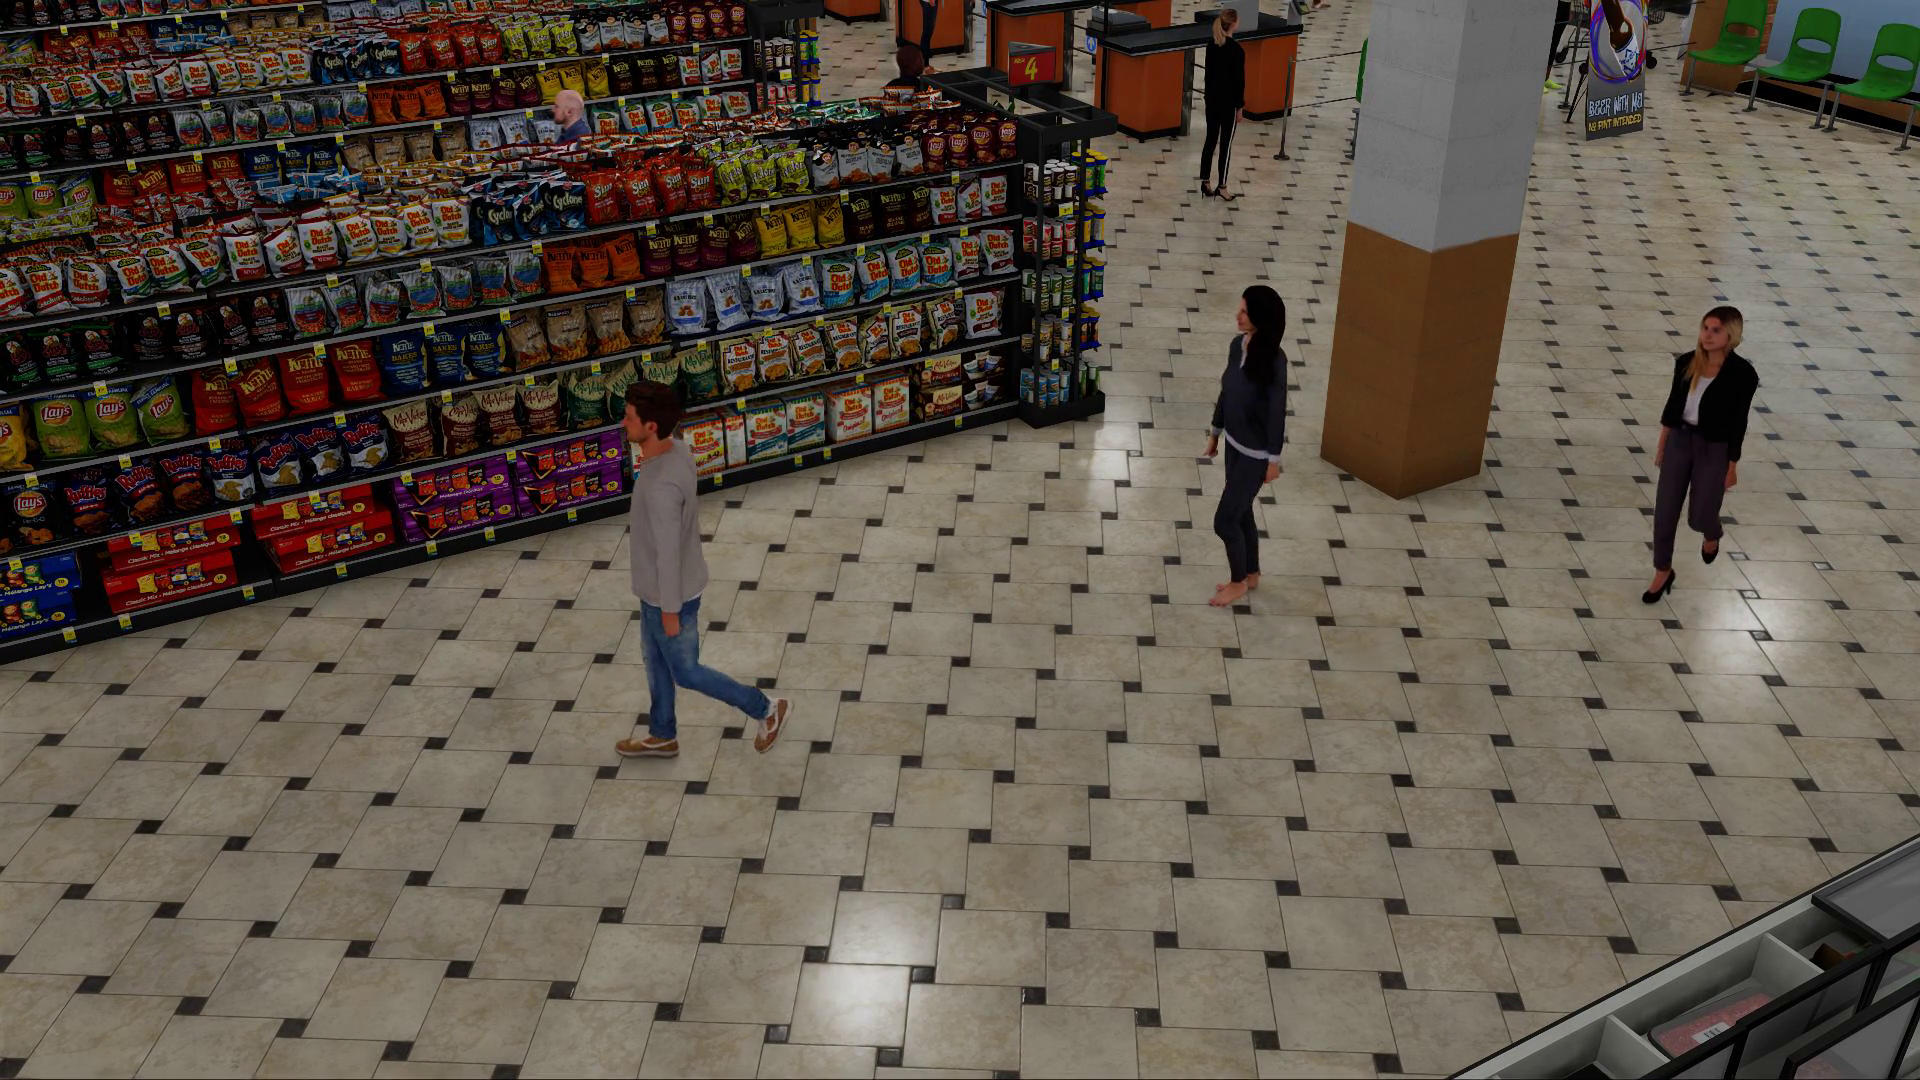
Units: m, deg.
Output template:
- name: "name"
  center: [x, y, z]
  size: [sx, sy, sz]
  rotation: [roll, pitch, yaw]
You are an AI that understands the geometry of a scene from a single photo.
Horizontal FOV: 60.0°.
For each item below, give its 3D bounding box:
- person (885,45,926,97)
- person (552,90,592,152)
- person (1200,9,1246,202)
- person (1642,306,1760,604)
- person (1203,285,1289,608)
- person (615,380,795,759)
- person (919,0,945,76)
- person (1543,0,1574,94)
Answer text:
- name: "person"
  center: [-0.412, -3.002, 13.197]
  size: [0.584, 1.825, 0.700]
  rotation: [-17, 33, -28]
- name: "person"
  center: [-2.718, -2.325, 11.957]
  size: [0.635, 1.825, 0.747]
  rotation: [-10, 30, -18]
- name: "person"
  center: [2.357, -3.906, 14.976]
  size: [0.603, 1.707, 0.647]
  rotation: [-23, 36, -35]
- name: "person"
  center: [3.891, -0.436, 8.670]
  size: [0.814, 1.660, 0.685]
  rotation: [-22, 36, -35]
- name: "person"
  center: [1.576, -0.486, 8.661]
  size: [0.673, 1.756, 0.669]
  rotation: [-11, 30, -19]
- name: "person"
  center: [-1.181, 0.192, 7.285]
  size: [1.177, 1.884, 0.954]
  rotation: [-2, 29, -4]
- name: "person"
  center: [-0.369, -6.302, 19.282]
  size: [0.691, 1.785, 0.673]
  rotation: [1, 29, 2]
- name: "person"
  center: [6.696, -5.948, 18.666]
  size: [0.495, 1.755, 0.653]
  rotation: [-22, 35, -34]
